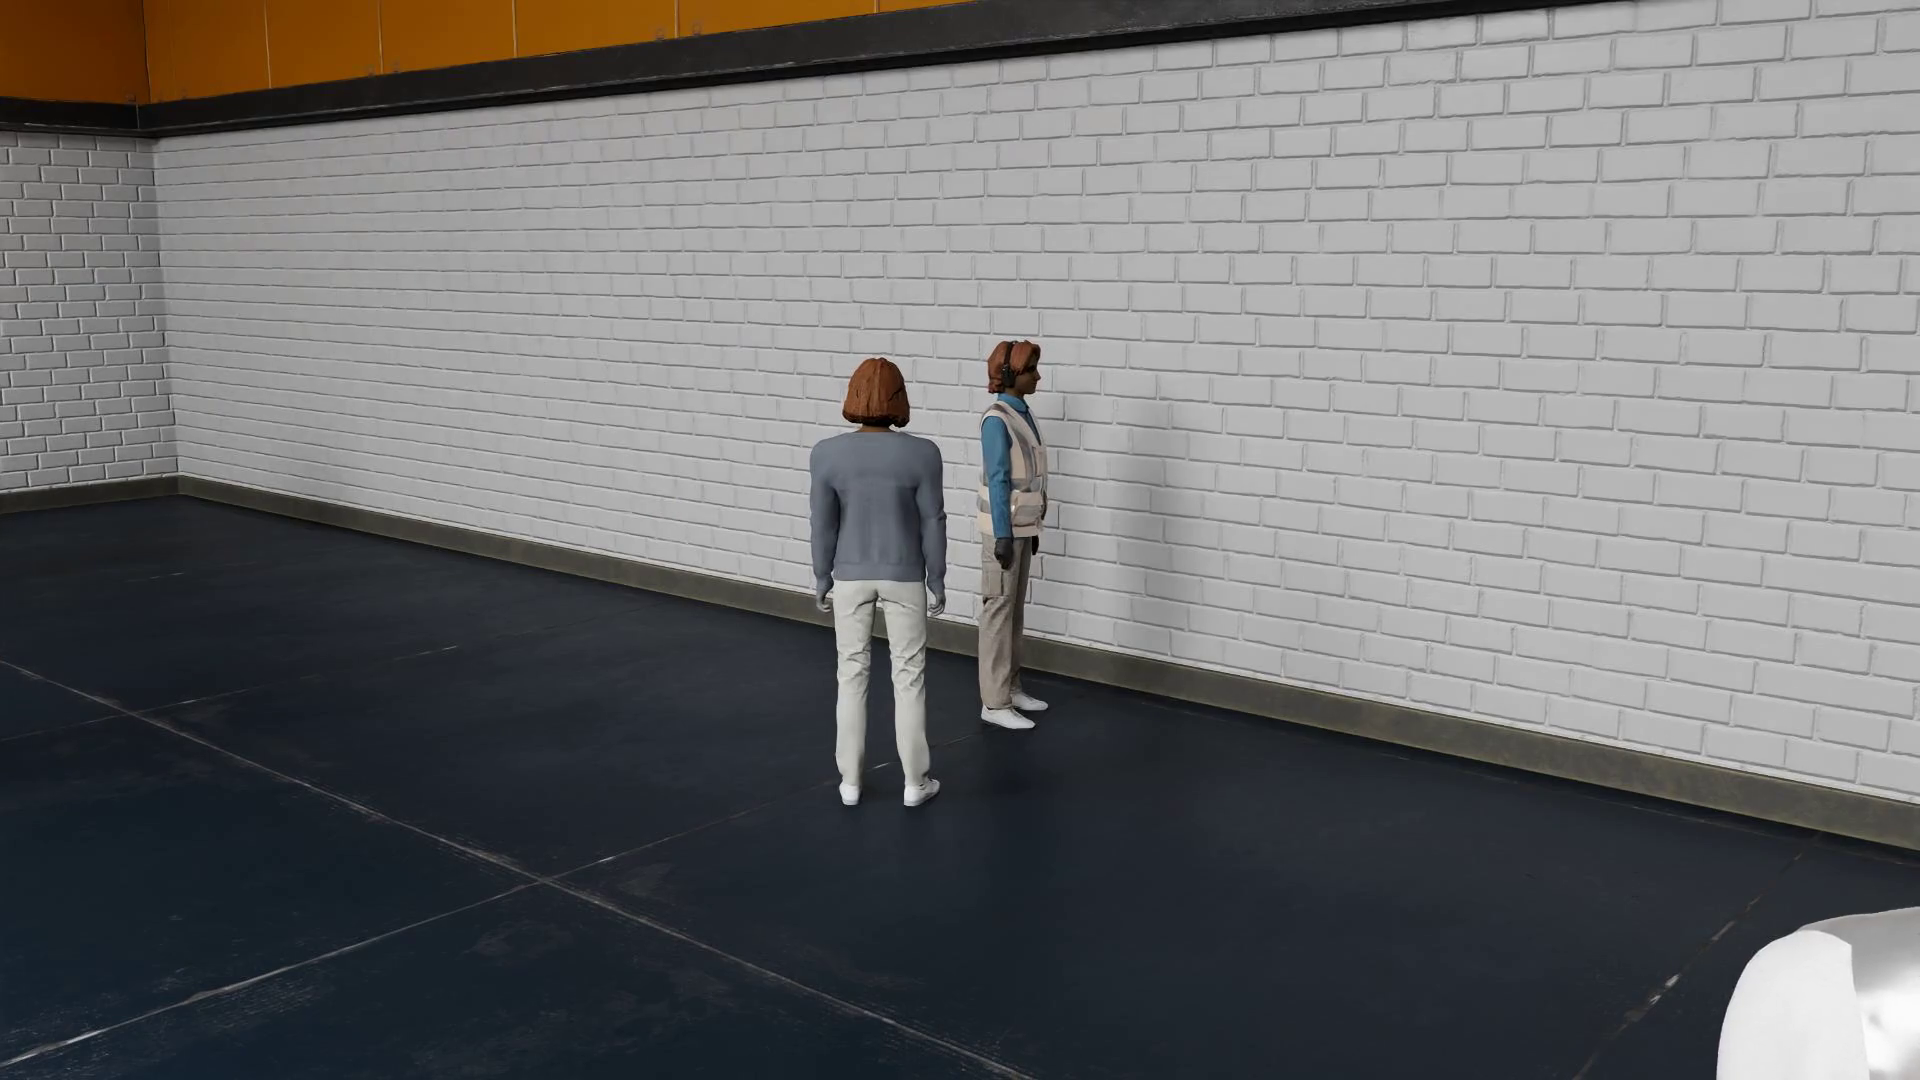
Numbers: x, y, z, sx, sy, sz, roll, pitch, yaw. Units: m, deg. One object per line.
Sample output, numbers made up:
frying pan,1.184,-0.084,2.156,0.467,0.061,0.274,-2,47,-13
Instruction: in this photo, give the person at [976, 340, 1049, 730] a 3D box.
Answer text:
person,0.219,-0.029,7.088,0.308,1.640,0.511,3,10,14

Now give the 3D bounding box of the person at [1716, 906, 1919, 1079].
person,0.790,0.849,1.240,0.551,1.935,0.375,1,10,3

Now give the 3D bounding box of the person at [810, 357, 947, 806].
person,-0.292,0.159,6.032,0.499,1.634,0.279,1,10,7
